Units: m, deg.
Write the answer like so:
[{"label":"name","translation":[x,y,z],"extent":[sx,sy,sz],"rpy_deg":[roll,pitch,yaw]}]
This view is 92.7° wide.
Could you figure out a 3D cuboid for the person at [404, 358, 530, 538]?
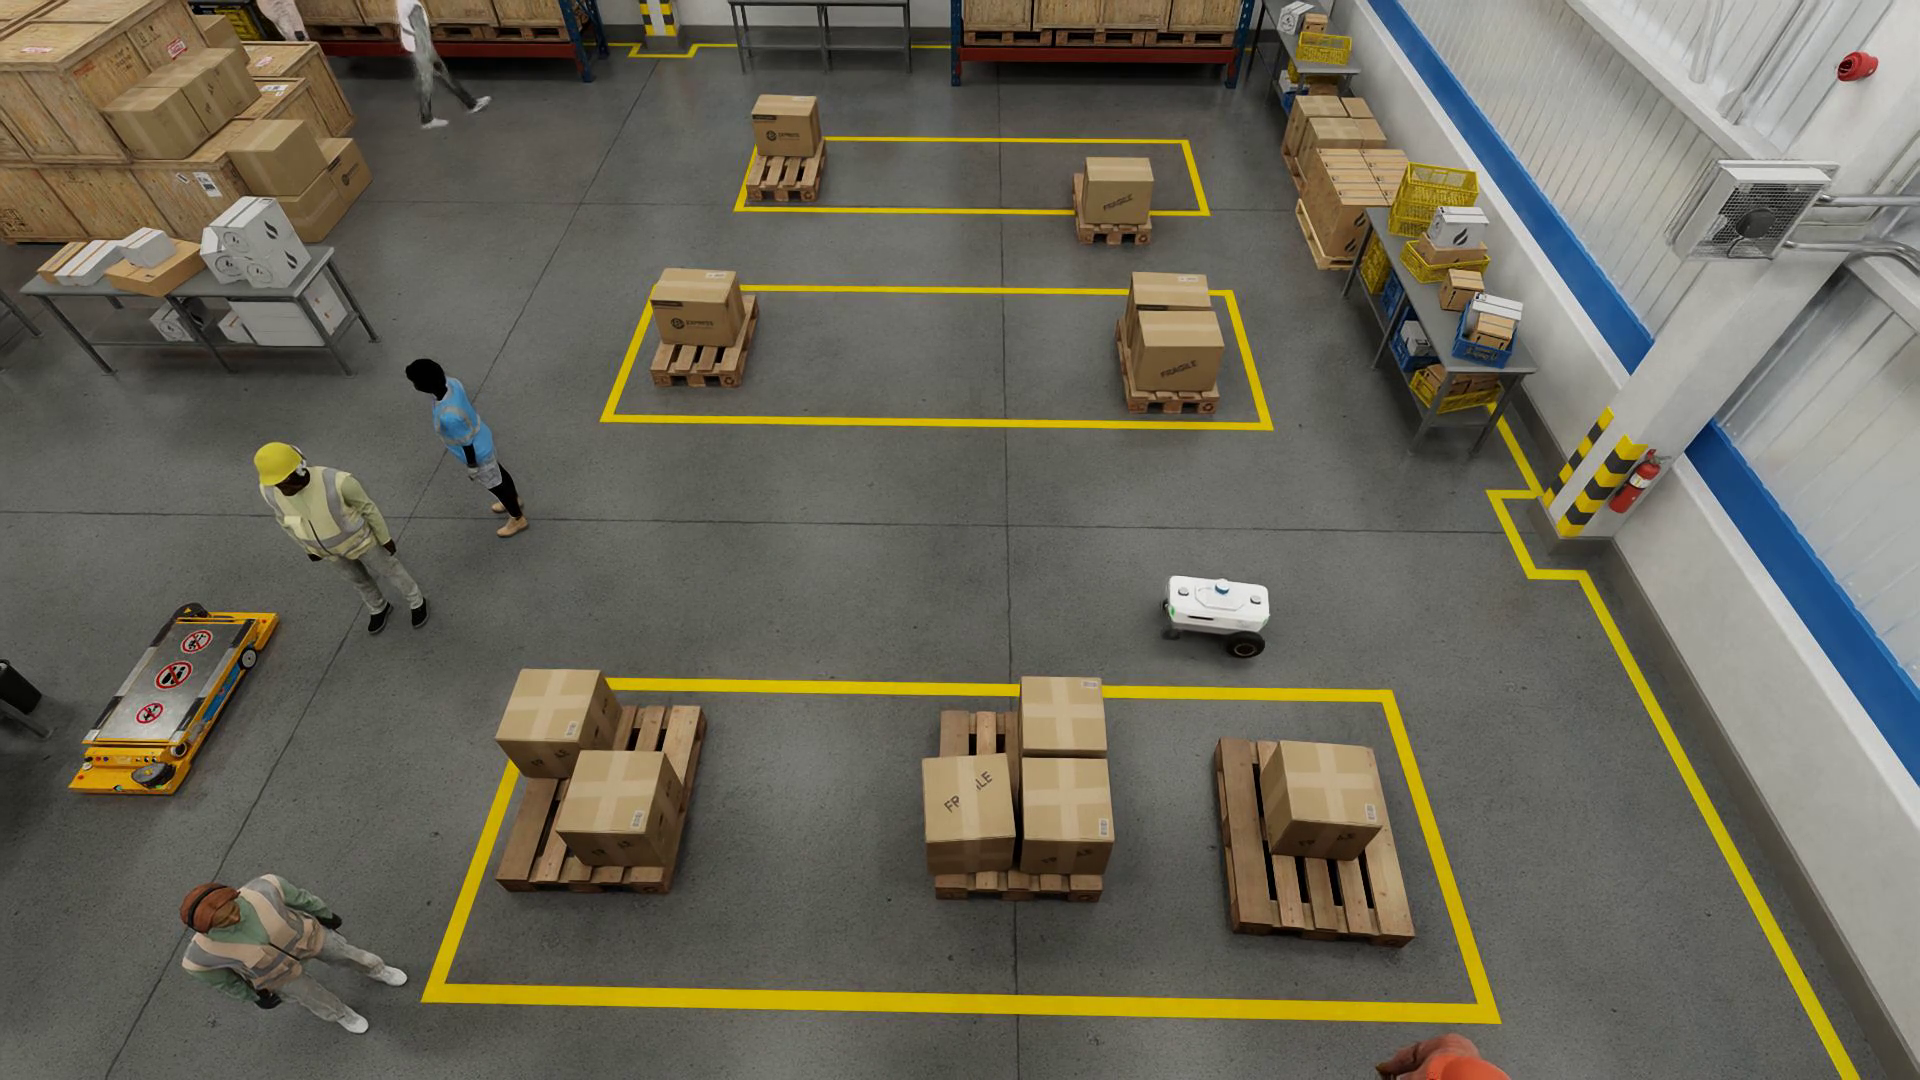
[{"label":"person","translation":[-3.732,-0.701,7.017],"extent":[0.320,1.692,0.531],"rpy_deg":[-18,52,-14]}]

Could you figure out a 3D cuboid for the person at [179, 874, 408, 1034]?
[{"label":"person","translation":[-3.411,2.112,4.677],"extent":[0.313,1.634,0.514],"rpy_deg":[19,52,15]}]

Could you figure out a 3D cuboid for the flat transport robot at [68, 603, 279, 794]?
[{"label":"flat transport robot","translation":[-5.504,1.072,6.442],"extent":[0.652,0.197,1.431],"rpy_deg":[1,50,1]}]

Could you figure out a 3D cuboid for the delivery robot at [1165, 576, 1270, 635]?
[{"label":"delivery robot","translation":[1.875,0.470,6.708],"extent":[0.707,0.478,0.477],"rpy_deg":[6,50,5]}]

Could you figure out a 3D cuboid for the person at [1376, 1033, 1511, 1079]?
[{"label":"person","translation":[1.948,2.602,4.028],"extent":[0.394,1.990,0.618],"rpy_deg":[8,50,7]}]

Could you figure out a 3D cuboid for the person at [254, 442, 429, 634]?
[{"label":"person","translation":[-4.256,0.008,6.327],"extent":[0.600,1.829,0.404],"rpy_deg":[-7,50,-6]}]

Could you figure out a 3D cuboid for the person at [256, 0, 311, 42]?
[{"label":"person","translation":[-8.861,-6.797,12.037],"extent":[0.643,1.910,0.400],"rpy_deg":[32,57,24]}]

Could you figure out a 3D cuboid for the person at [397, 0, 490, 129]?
[{"label":"person","translation":[-6.721,-6.231,11.599],"extent":[0.962,1.844,0.616],"rpy_deg":[-26,55,-20]}]
